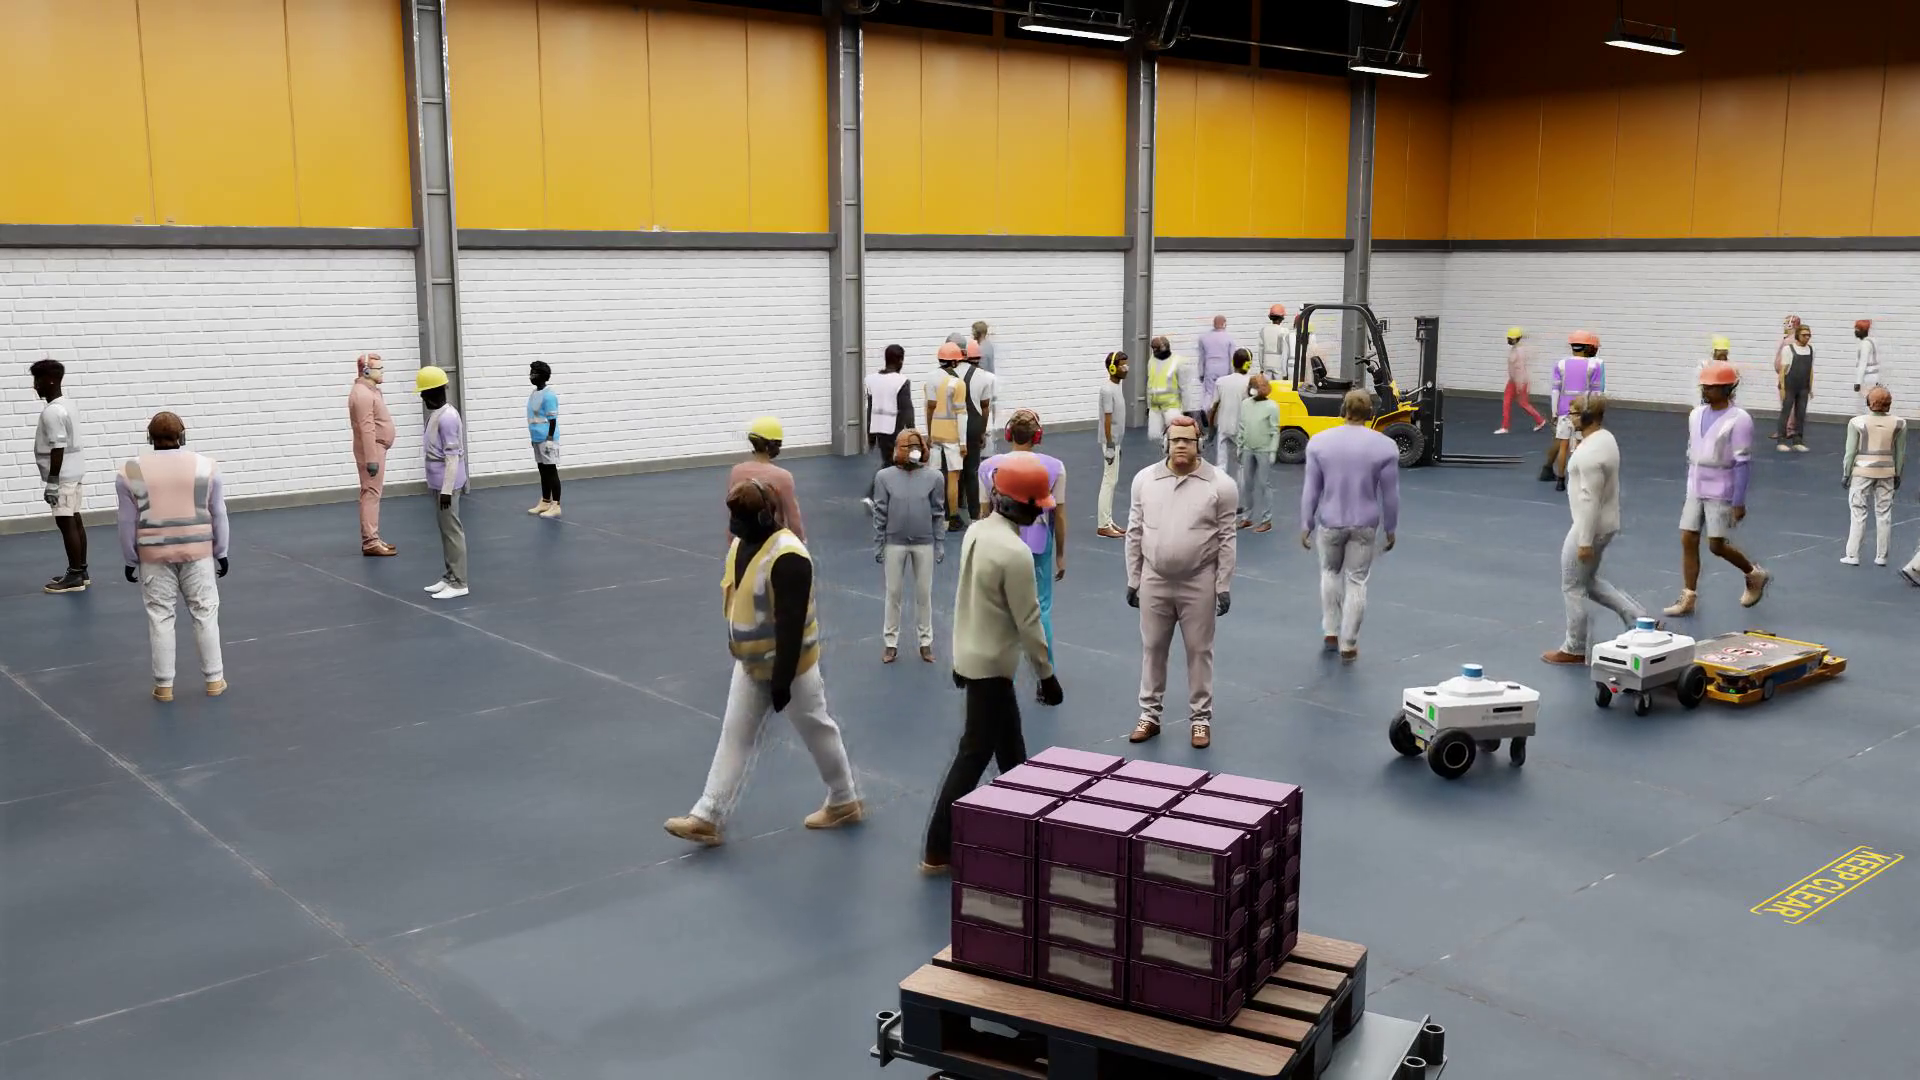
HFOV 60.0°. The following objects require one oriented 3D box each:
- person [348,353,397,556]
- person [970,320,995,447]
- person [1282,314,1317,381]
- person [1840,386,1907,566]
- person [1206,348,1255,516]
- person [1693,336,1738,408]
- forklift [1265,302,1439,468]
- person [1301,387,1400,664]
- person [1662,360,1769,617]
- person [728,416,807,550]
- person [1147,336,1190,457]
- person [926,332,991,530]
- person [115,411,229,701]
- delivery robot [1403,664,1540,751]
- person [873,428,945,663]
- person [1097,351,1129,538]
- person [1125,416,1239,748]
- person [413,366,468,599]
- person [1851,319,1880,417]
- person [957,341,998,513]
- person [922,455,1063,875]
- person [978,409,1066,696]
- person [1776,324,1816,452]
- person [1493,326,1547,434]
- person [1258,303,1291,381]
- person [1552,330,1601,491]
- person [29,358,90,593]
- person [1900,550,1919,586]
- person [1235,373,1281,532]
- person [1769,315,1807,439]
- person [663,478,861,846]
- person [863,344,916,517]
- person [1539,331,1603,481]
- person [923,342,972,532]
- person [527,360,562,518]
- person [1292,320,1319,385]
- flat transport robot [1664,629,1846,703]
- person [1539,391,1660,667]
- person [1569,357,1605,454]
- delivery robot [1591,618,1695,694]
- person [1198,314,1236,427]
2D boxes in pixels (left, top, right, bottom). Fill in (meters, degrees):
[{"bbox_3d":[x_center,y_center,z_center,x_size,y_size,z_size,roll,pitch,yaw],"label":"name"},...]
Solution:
[{"bbox_3d":[-5.524,-0.804,15.687,0.403,1.906,0.651,-3,10,-19],"label":"person"},{"bbox_3d":[0.262,-2.112,23.316,0.445,1.924,0.630,2,10,13],"label":"person"},{"bbox_3d":[5.462,-2.684,26.749,0.573,1.887,0.354,5,11,26],"label":"person"},{"bbox_3d":[8.283,-0.571,15.098,0.522,1.640,0.305,1,10,7],"label":"person"},{"bbox_3d":[2.937,-1.134,17.831,0.689,1.825,0.831,7,12,36],"label":"person"},{"bbox_3d":[9.774,-1.729,21.461,0.624,1.780,0.920,0,10,-2],"label":"person"},{"bbox_3d":[5.320,-2.157,22.763,2.313,2.155,1.214,3,10,16],"label":"forklift"},{"bbox_3d":[2.733,-0.111,11.604,0.655,1.911,0.648,3,10,18],"label":"person"},{"bbox_3d":[5.930,-0.393,12.957,0.800,2.022,0.611,-3,10,-17],"label":"person"},{"bbox_3d":[-1.242,0.038,11.213,0.559,1.744,0.654,7,12,37],"label":"person"},{"bbox_3d":[2.661,-1.693,21.175,0.515,1.811,0.692,-9,13,-42],"label":"person"},{"bbox_3d":[-0.052,-1.131,17.207,0.687,2.000,0.535,-3,10,-19],"label":"person"},{"bbox_3d":[-4.985,0.101,10.577,0.633,1.841,0.429,-5,11,-27],"label":"person"},{"bbox_3d":[2.831,0.931,9.202,0.707,0.478,0.477,-3,10,-14],"label":"delivery robot"},{"bbox_3d":[-0.352,0.040,11.535,0.505,1.635,0.275,-1,10,-4],"label":"person"},{"bbox_3d":[1.547,-0.957,16.703,0.311,1.864,0.533,2,10,13],"label":"person"},{"bbox_3d":[1.254,0.240,9.566,0.646,1.911,0.409,3,10,19],"label":"person"},{"bbox_3d":[-4.271,-0.473,13.717,0.377,1.918,0.585,-4,11,-24],"label":"person"},{"bbox_3d":[13.977,-2.470,25.594,0.538,1.847,0.595,5,11,25],"label":"person"},{"bbox_3d":[0.182,-1.235,18.281,0.546,1.895,0.993,-3,10,-20],"label":"person"},{"bbox_3d":[0.210,0.565,7.630,0.897,1.923,0.624,-3,10,-17],"label":"person"},{"bbox_3d":[0.394,0.089,10.632,0.565,1.847,0.396,2,10,12],"label":"person"},{"bbox_3d":[12.045,-2.186,23.958,0.515,1.843,0.328,-1,10,-4],"label":"person"},{"bbox_3d":[8.888,-2.522,26.288,0.772,1.723,0.557,-2,10,-9],"label":"person"},{"bbox_3d":[5.142,-2.821,27.083,0.614,2.047,0.361,10,14,44],"label":"person"},{"bbox_3d":[7.364,-1.537,19.890,0.550,1.933,0.374,5,11,28],"label":"person"},{"bbox_3d":[-7.570,-0.545,13.996,0.367,1.966,0.605,-3,10,-16],"label":"person"},{"bbox_3d":[8.449,-0.384,14.125,0.826,1.601,0.525,0,10,2],"label":"person"},{"bbox_3d":[3.046,-0.898,17.032,0.264,1.632,0.506,-9,13,-43],"label":"person"},{"bbox_3d":[12.782,-2.512,25.685,0.409,1.907,0.649,8,13,39],"label":"person"},{"bbox_3d":[-0.921,0.581,7.942,1.029,1.773,0.639,-7,12,-35],"label":"person"},{"bbox_3d":[-0.742,-1.129,17.643,0.592,1.893,0.456,10,14,44],"label":"person"},{"bbox_3d":[7.747,-1.659,20.785,1.019,1.875,0.543,-1,10,-4],"label":"person"},{"bbox_3d":[-0.122,-1.055,17.060,0.547,1.938,0.377,9,13,42],"label":"person"},{"bbox_3d":[-4.499,-1.089,17.964,0.321,1.697,0.530,-7,12,-35],"label":"person"},{"bbox_3d":[5.092,-2.274,24.368,0.953,1.889,0.604,-3,10,-19],"label":"person"},{"bbox_3d":[5.188,0.817,10.977,1.431,0.197,0.652,-7,12,-37],"label":"flat transport robot"},{"bbox_3d":[4.354,-0.053,11.268,0.655,1.915,0.642,5,11,29],"label":"person"},{"bbox_3d":[8.884,-2.027,23.630,0.513,1.640,0.309,6,11,31],"label":"person"},{"bbox_3d":[4.264,0.730,10.379,0.707,0.478,0.477,-8,12,-37],"label":"delivery robot"},{"bbox_3d":[4.182,-2.740,27.146,0.651,1.872,0.749,5,11,26],"label":"person"}]
